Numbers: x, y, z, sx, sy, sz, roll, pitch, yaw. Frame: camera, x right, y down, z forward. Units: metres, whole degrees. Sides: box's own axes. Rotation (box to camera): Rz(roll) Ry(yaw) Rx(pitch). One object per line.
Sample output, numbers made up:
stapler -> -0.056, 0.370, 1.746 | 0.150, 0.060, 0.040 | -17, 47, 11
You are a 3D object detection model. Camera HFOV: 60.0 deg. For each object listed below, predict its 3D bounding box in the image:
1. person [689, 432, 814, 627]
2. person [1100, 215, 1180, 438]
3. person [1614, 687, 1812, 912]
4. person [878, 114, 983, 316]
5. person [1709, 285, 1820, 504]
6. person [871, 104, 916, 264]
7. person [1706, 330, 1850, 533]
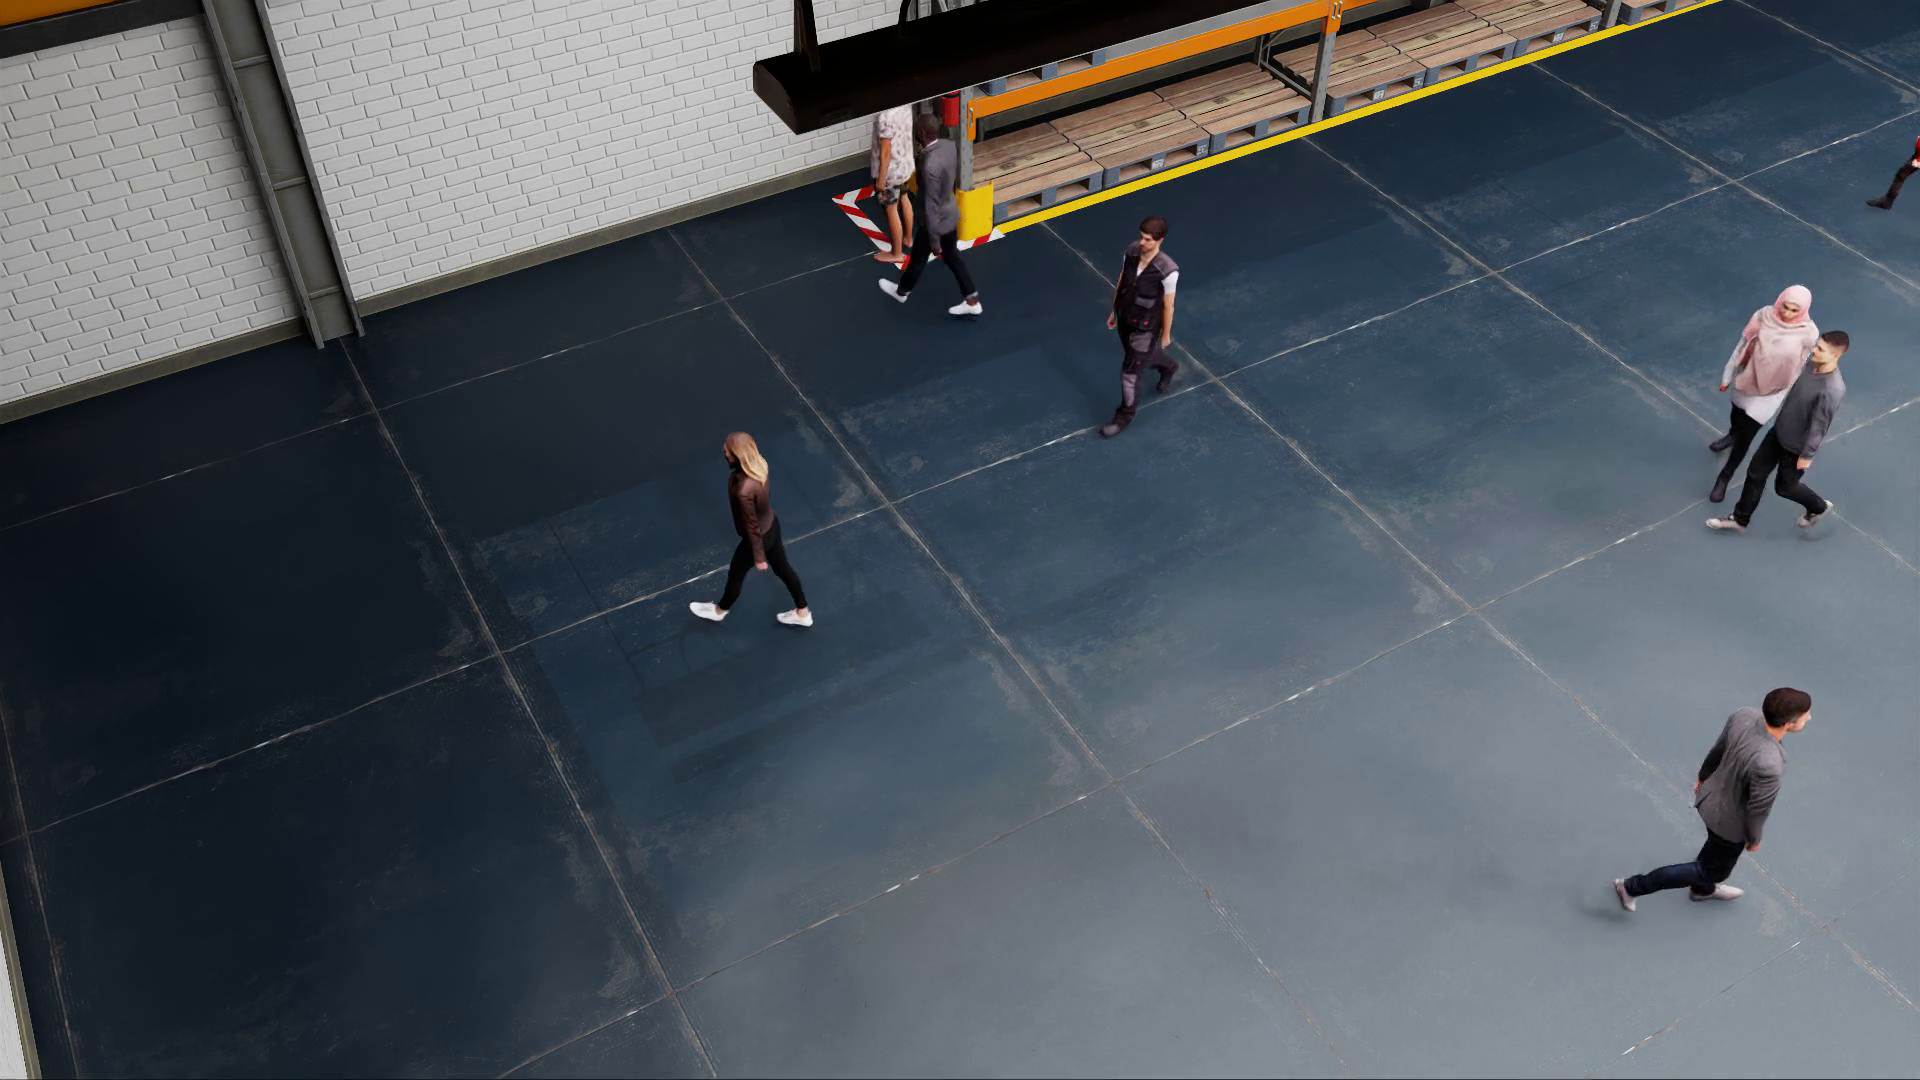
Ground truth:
person -> -1.229, -0.006, 10.879 | 1.141, 1.658, 1.038 | 7, 44, 7
person -> 1.423, -1.676, 12.513 | 1.149, 1.822, 0.736 | -28, 50, -26
person -> 4.163, 1.491, 9.169 | 1.169, 1.849, 1.049 | 4, 44, 4
person -> -0.092, -2.554, 13.486 | 1.252, 1.751, 1.227 | 11, 45, 11
person -> 5.783, -1.143, 12.002 | 0.909, 1.755, 1.135 | 28, 50, 26
person -> -0.563, -3.206, 14.124 | 0.811, 1.815, 0.713 | 16, 46, 16
person -> 5.878, -0.705, 11.554 | 1.157, 1.739, 0.964 | 0, 44, 0
